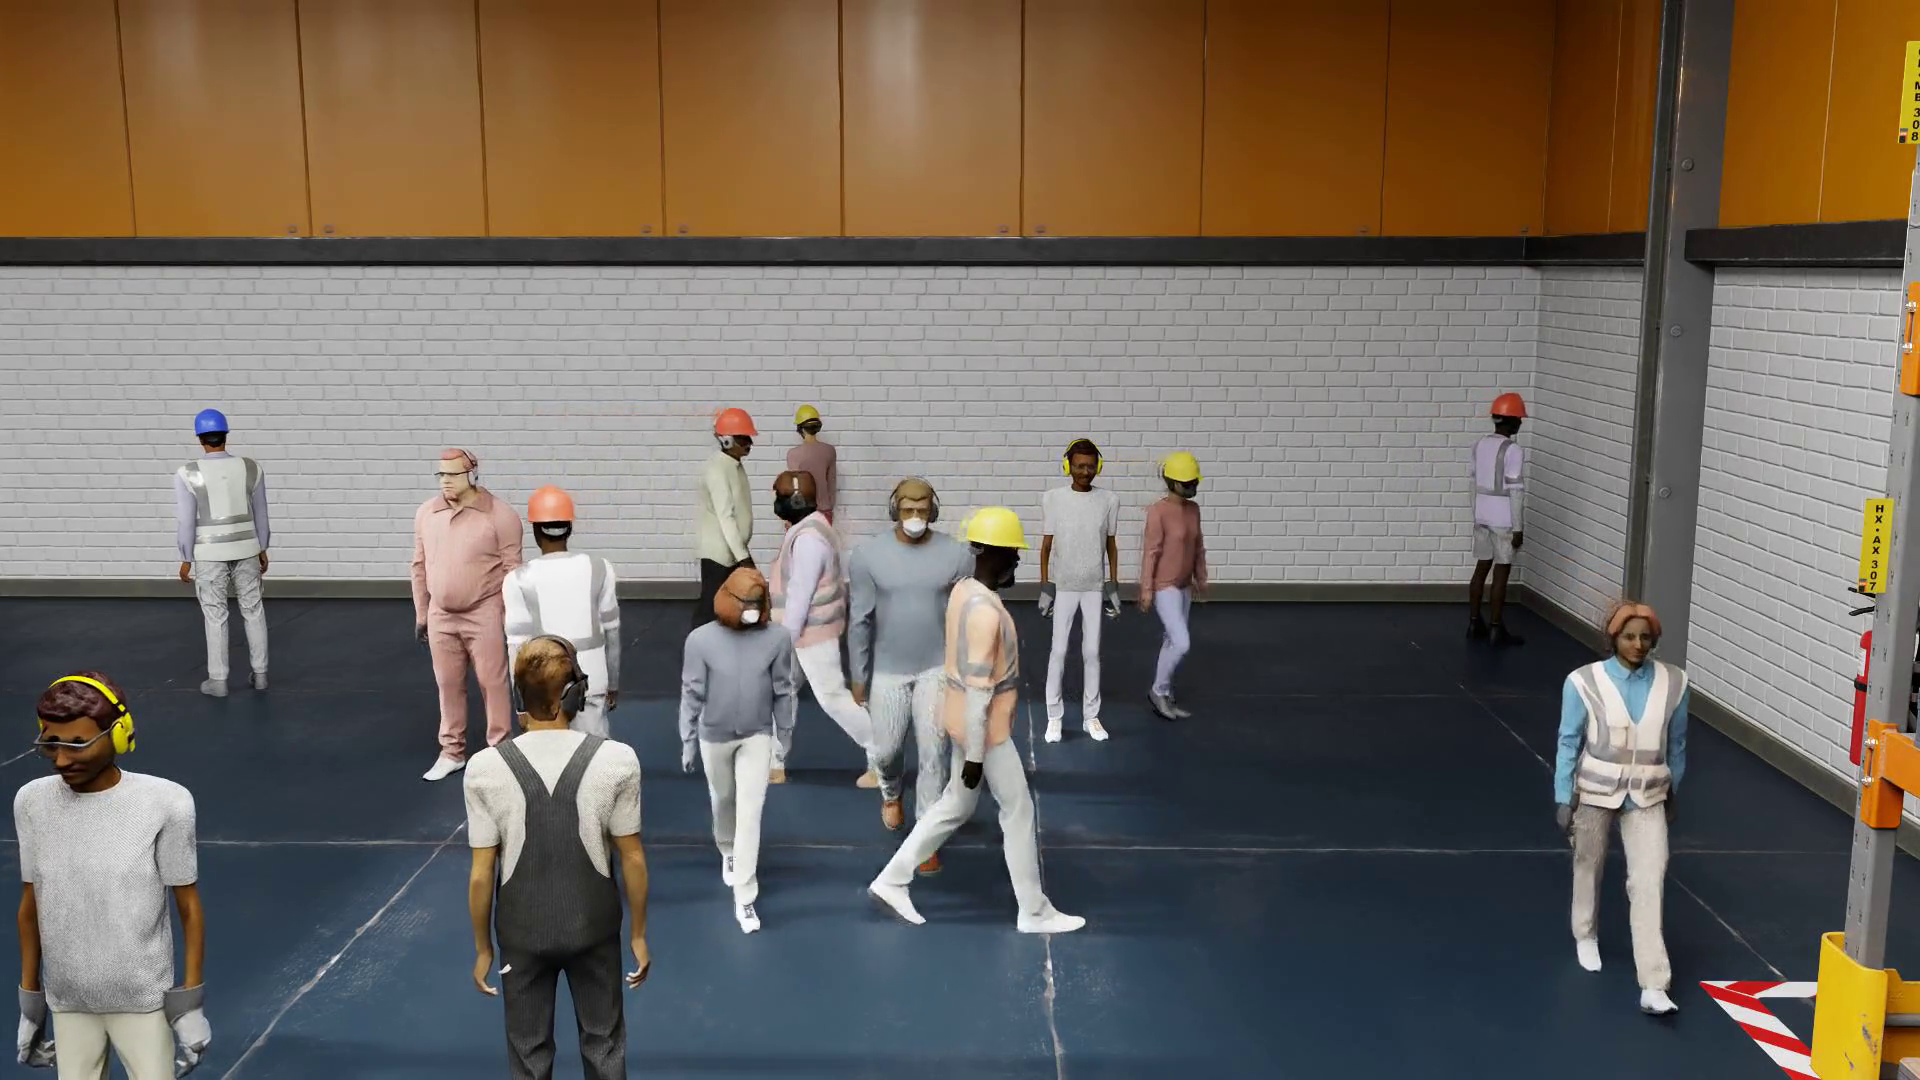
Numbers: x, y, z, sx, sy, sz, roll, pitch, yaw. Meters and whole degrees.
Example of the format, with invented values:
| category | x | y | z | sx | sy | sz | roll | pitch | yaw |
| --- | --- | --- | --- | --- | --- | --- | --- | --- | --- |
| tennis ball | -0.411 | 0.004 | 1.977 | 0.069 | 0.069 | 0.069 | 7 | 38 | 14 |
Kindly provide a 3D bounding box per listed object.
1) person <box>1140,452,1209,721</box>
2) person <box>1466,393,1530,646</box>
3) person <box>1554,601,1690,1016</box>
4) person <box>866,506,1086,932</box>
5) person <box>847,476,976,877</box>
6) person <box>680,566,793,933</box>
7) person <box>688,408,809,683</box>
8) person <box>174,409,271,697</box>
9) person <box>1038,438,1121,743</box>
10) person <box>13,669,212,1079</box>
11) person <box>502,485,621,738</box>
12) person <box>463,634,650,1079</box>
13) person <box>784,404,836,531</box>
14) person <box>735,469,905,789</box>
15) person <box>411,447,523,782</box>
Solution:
| category | x | y | z | sx | sy | sz | roll | pitch | yaw |
| --- | --- | --- | --- | --- | --- | --- | --- | --- | --- |
| person | 1.362 | 0.302 | 10.528 | 0.431 | 1.740 | 0.631 | 8 | 12 | 39 |
| person | 4.150 | -0.162 | 12.759 | 0.378 | 1.932 | 0.551 | -3 | 10 | -19 |
| person | 2.618 | 1.038 | 6.577 | 0.537 | 1.586 | 0.863 | 1 | 10 | 5 |
| person | 0.042 | 0.791 | 7.232 | 0.901 | 1.893 | 0.588 | -2 | 10 | -10 |
| person | -0.232 | 0.624 | 8.159 | 0.634 | 1.919 | 0.699 | 0 | 9 | -2 |
| person | -1.009 | 0.886 | 7.541 | 0.510 | 1.588 | 0.851 | -2 | 10 | -14 |
| person | -1.445 | 0.093 | 11.188 | 1.008 | 1.941 | 0.613 | 2 | 10 | 14 |
| person | -4.979 | 0.087 | 11.260 | 0.602 | 1.938 | 0.401 | -9 | 13 | -42 |
| person | 0.731 | 0.307 | 10.155 | 0.511 | 1.869 | 0.329 | -1 | 10 | -8 |
| person | -2.285 | 1.257 | 4.477 | 0.518 | 1.865 | 0.328 | 0 | 9 | -1 |
| person | -1.840 | 0.695 | 7.828 | 0.557 | 1.893 | 0.941 | -4 | 10 | -21 |
| person | -1.182 | 1.190 | 4.937 | 0.514 | 1.840 | 0.328 | -2 | 10 | -13 |
| person | -1.234 | -0.229 | 13.670 | 0.310 | 1.766 | 0.534 | 8 | 13 | 41 |
| person | -0.767 | 0.504 | 9.208 | 0.925 | 1.805 | 0.642 | -2 | 10 | -10 |
| person | -2.773 | 0.427 | 9.321 | 0.651 | 1.906 | 0.403 | 2 | 10 | 11 |
